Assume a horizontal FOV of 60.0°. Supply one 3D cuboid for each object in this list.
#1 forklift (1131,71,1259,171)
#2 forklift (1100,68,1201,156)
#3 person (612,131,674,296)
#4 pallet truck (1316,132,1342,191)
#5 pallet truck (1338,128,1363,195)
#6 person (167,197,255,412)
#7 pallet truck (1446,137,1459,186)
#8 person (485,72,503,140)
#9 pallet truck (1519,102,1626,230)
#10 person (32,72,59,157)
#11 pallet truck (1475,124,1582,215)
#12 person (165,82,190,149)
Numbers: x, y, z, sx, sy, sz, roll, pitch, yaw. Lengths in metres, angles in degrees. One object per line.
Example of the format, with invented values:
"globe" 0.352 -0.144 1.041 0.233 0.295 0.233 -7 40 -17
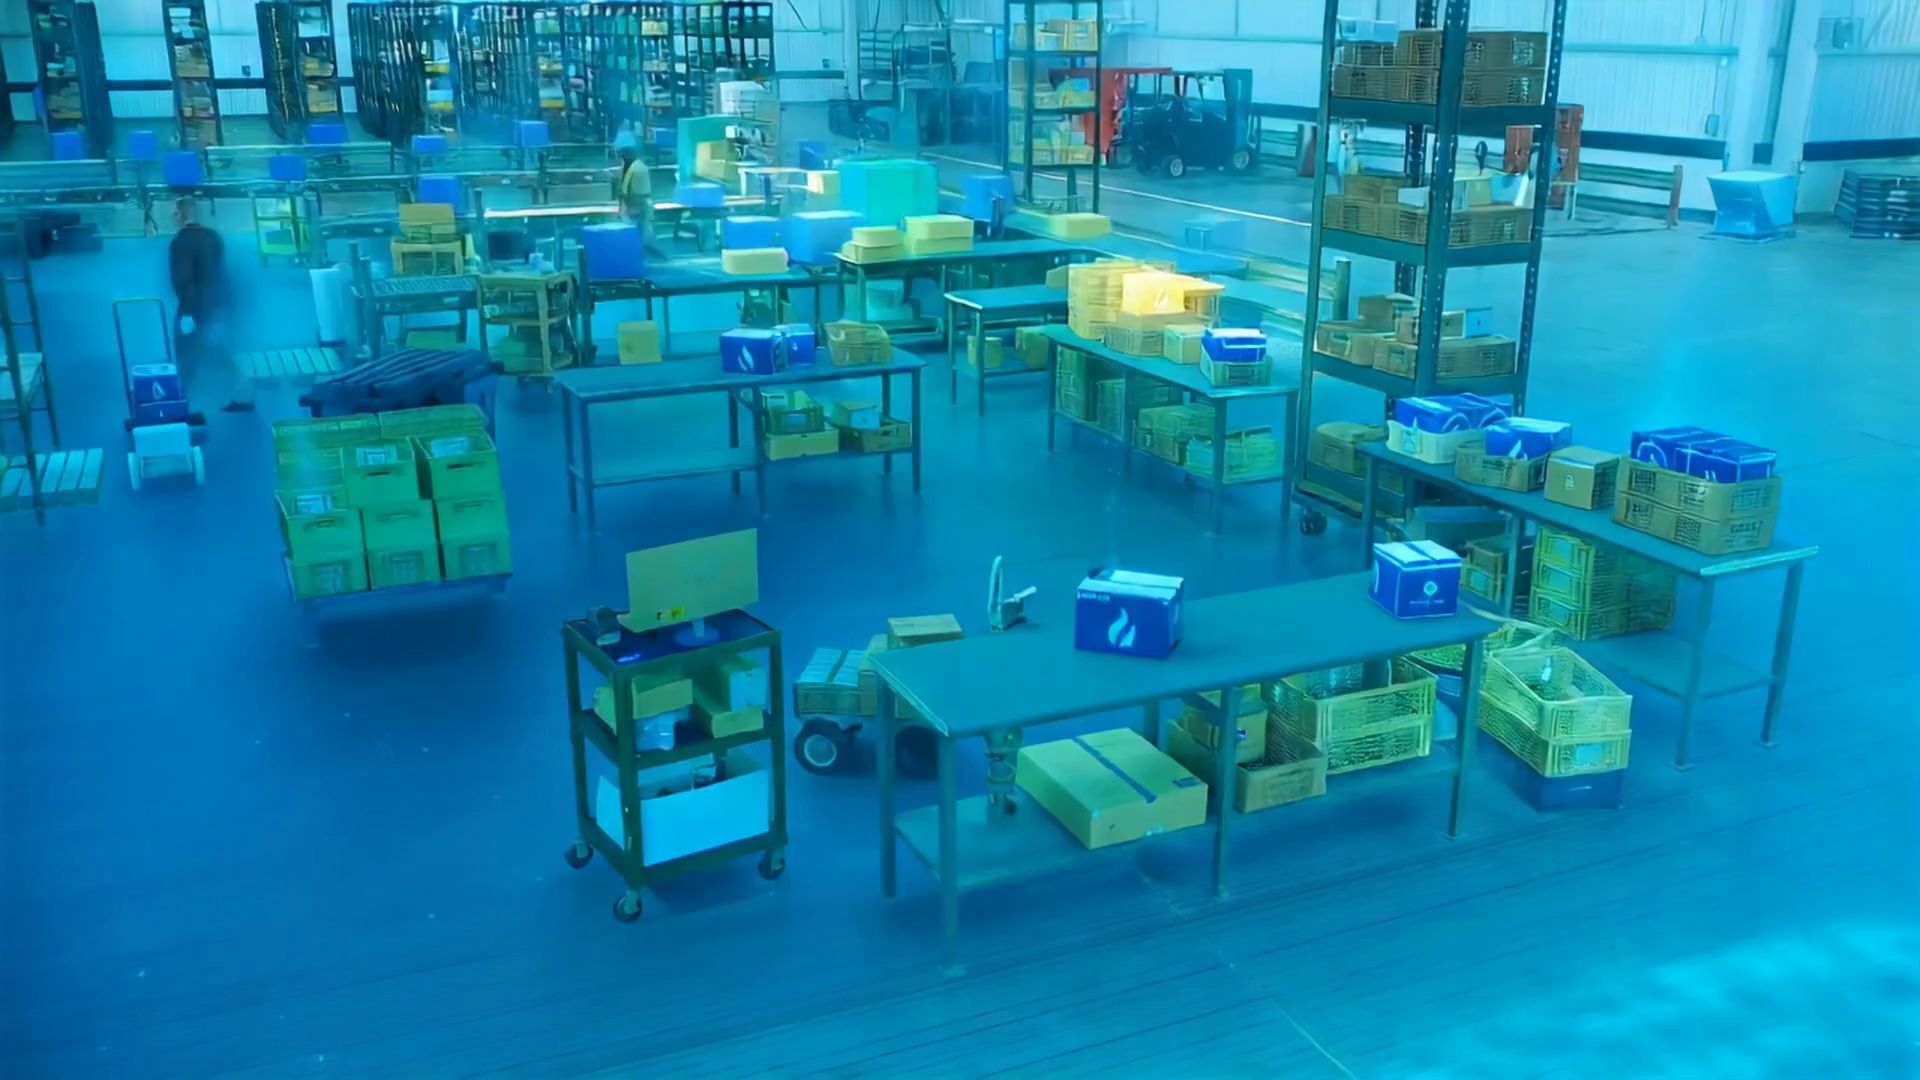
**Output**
"forklift" 4.998 -8.936 35.413 2.680 1.987 1.157 -9 20 -25
"forklift" 4.082 -9.564 37.410 2.680 1.987 1.157 -8 19 -23
"person" -3.883 -4.030 20.479 0.953 2.001 0.595 -10 20 -29
"pallet truck" 7.723 -7.504 32.656 1.601 1.201 0.680 -8 19 -23
"pallet truck" 7.845 -7.140 31.411 1.522 1.261 0.704 -9 20 -25
"person" -6.566 -1.990 14.275 0.824 1.855 0.721 3 18 10
"pallet truck" 9.184 -6.485 29.328 1.630 1.274 0.653 -8 19 -23
"person" -12.647 -11.895 45.527 0.579 1.821 0.601 -8 19 -24
"pallet truck" 9.972 -6.037 26.785 1.885 1.965 0.823 -9 20 -25
"person" -21.904 -10.229 39.995 0.622 1.993 0.382 -11 21 -31
"pallet truck" 9.707 -6.455 28.103 1.885 1.965 0.823 -7 19 -20
"person" -19.866 -10.858 42.305 0.885 1.799 0.585 -3 18 -11
